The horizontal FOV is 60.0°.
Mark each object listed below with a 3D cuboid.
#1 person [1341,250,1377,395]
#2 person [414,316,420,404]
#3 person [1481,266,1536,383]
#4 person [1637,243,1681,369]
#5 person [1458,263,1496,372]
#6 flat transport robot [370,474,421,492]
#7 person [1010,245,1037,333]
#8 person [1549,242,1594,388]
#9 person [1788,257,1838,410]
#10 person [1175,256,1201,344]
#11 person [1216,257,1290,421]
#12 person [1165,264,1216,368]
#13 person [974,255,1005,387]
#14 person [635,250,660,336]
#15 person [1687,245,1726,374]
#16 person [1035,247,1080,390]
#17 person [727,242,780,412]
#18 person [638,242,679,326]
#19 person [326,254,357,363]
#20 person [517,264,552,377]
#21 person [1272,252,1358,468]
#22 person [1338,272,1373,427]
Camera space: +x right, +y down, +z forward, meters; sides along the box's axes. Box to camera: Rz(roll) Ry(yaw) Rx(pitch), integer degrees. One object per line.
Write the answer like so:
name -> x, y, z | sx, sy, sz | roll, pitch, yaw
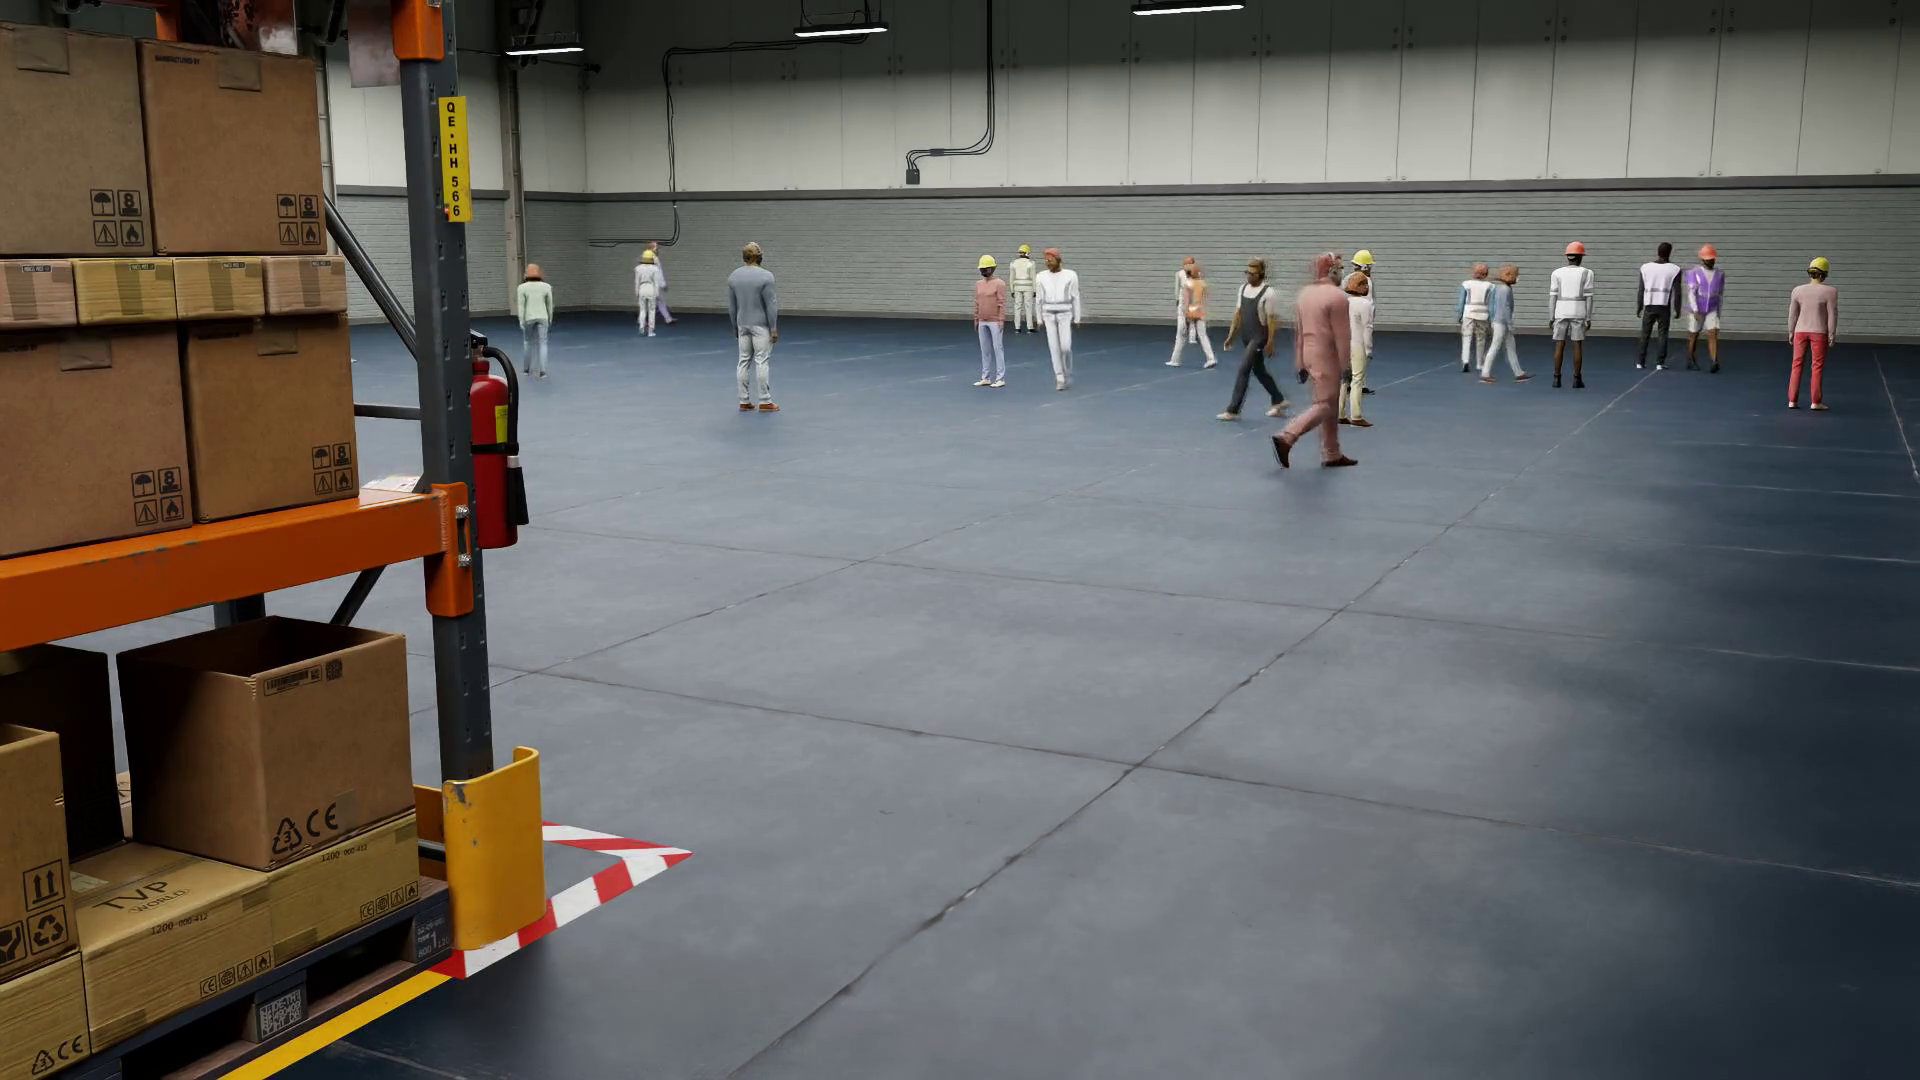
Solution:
person -> 5.091, -2.765, 21.190 | 0.404, 1.830, 0.603 | -4, 11, -20
person -> -6.339, -2.541, 19.864 | 0.330, 1.874, 0.518 | -6, 12, -31
person -> 7.552, -2.942, 22.786 | 0.755, 1.598, 0.517 | 4, 11, 20
person -> 10.583, -3.529, 25.209 | 0.611, 1.888, 0.416 | 7, 12, 33
person -> 7.678, -3.307, 24.740 | 0.521, 1.611, 0.768 | 3, 11, 15
flat transport robot -> -3.972, -0.294, 11.976 | 0.652, 0.197, 1.431 | -1, 10, -6
person -> 1.328, -5.184, 34.411 | 0.587, 1.822, 0.403 | 4, 11, 20
person -> 8.113, -2.983, 22.101 | 0.548, 1.934, 0.375 | 5, 12, 27
person -> 9.907, -2.390, 19.325 | 0.324, 1.767, 0.533 | -9, 14, -41
person -> 4.261, -4.479, 31.101 | 0.515, 1.631, 0.316 | 6, 12, 29
person -> 3.290, -2.207, 18.276 | 0.983, 1.794, 0.529 | -5, 11, -25
person -> 3.584, -3.433, 25.492 | 0.514, 1.596, 0.867 | -8, 13, -38
person -> 0.381, -2.920, 22.244 | 0.521, 1.758, 0.342 | 9, 14, 40
person -> -6.258, -4.948, 33.378 | 0.499, 1.727, 0.383 | 2, 11, 10
person -> 11.025, -3.405, 24.603 | 0.537, 1.877, 1.022 | 2, 11, 9
person -> 1.264, -2.887, 21.742 | 0.598, 1.866, 0.411 | 3, 11, 14
person -> -2.358, -2.431, 19.081 | 0.630, 1.940, 0.370 | 5, 12, 26
person -> -6.782, -5.707, 37.162 | 0.986, 1.853, 0.656 | -4, 11, -22
person -> -9.813, -3.584, 25.926 | 0.773, 1.735, 0.546 | 0, 10, -1
person -> -6.120, -3.154, 23.947 | 0.513, 1.602, 0.801 | -4, 11, -23
person -> 3.109, -1.545, 14.410 | 0.808, 1.884, 0.643 | -3, 11, -13
person -> 4.187, -2.017, 17.650 | 0.279, 1.634, 0.499 | -6, 12, -28
